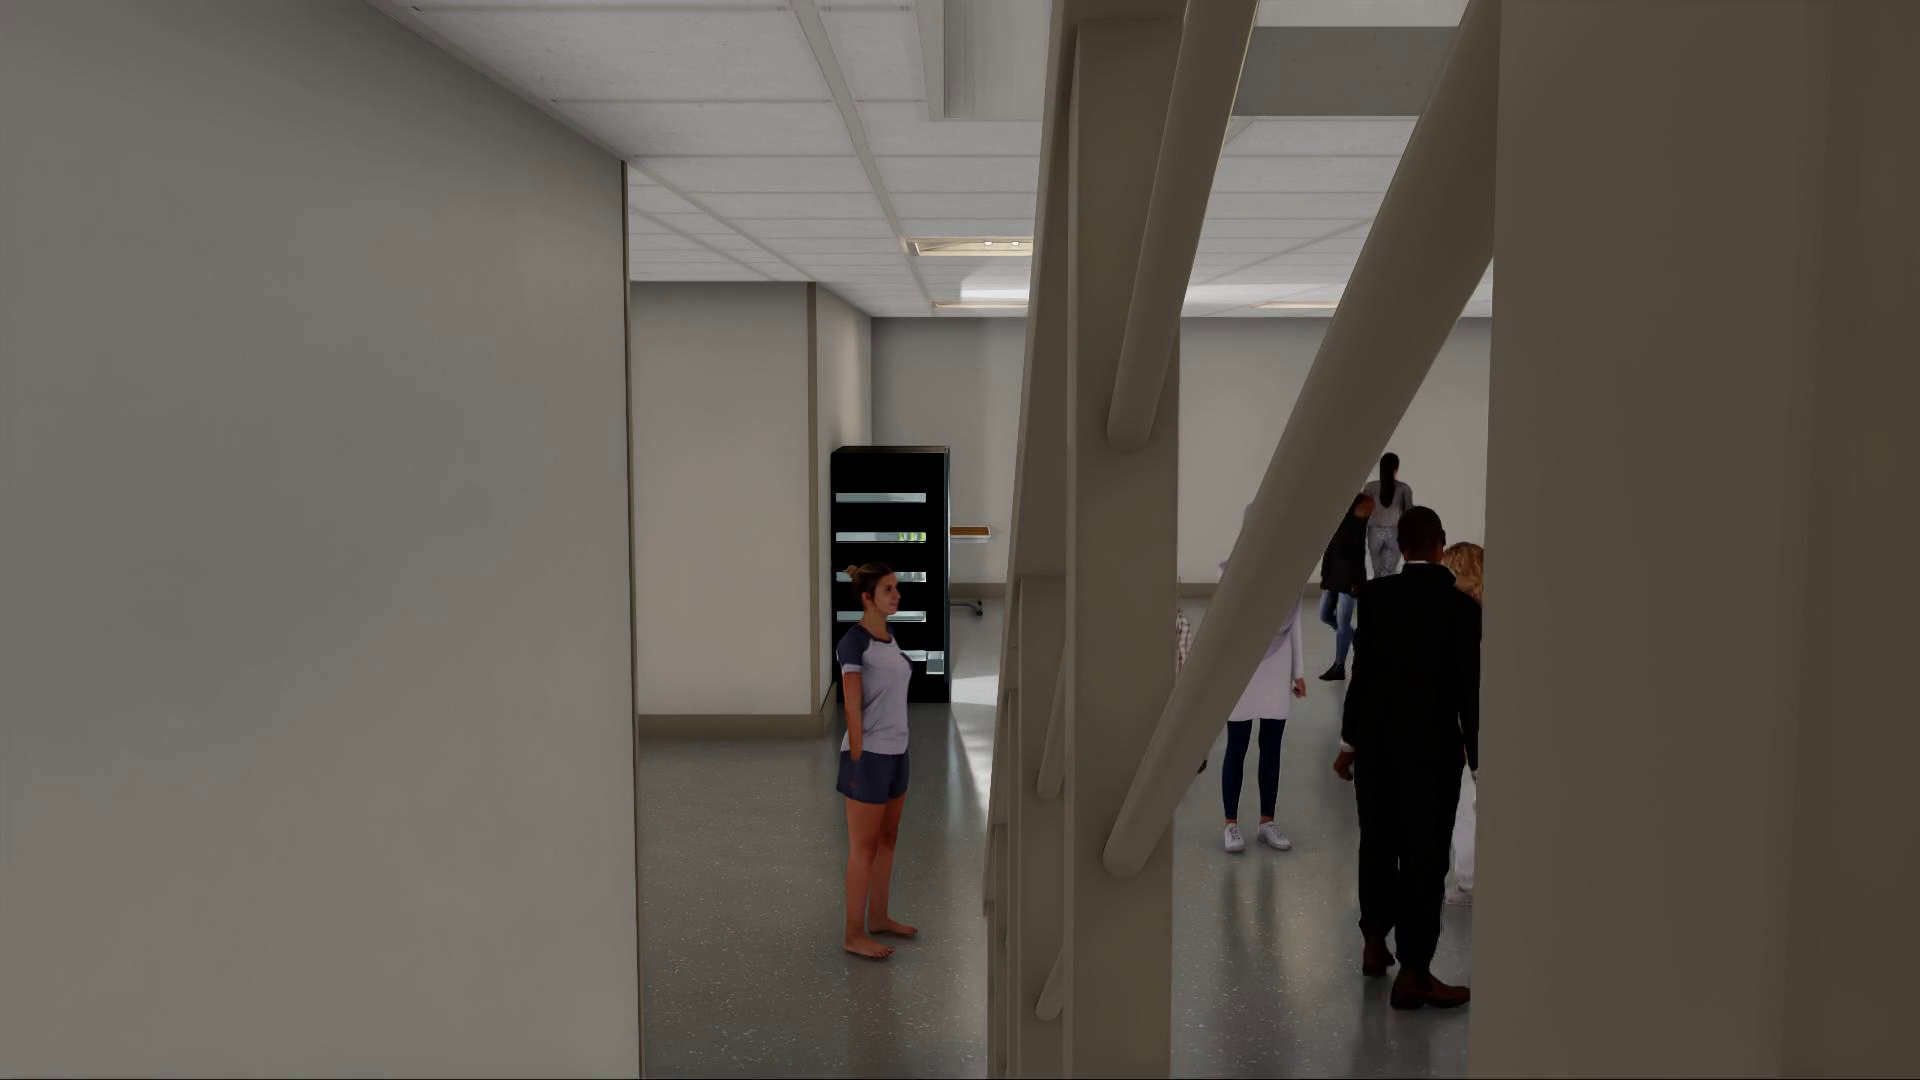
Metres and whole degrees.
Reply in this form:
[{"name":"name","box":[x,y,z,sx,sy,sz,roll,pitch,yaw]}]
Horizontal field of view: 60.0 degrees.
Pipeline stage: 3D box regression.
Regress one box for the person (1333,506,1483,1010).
[{"name":"person","box":[1.680,0.824,6.383,0.979,1.888,0.927,-4,7,-37]}]

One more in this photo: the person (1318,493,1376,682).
[{"name":"person","box":[3.050,0.286,13.027,0.878,1.628,0.843,-3,6,-28]}]

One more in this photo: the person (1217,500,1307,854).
[{"name":"person","box":[1.507,0.676,8.421,0.648,1.775,0.588,-1,6,-11]}]

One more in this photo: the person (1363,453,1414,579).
[{"name":"person","box":[3.911,0.063,15.311,0.959,1.615,1.209,3,6,26]}]

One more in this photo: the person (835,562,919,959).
[{"name":"person","box":[-0.358,0.897,6.971,0.713,1.625,0.580,2,6,23]}]
